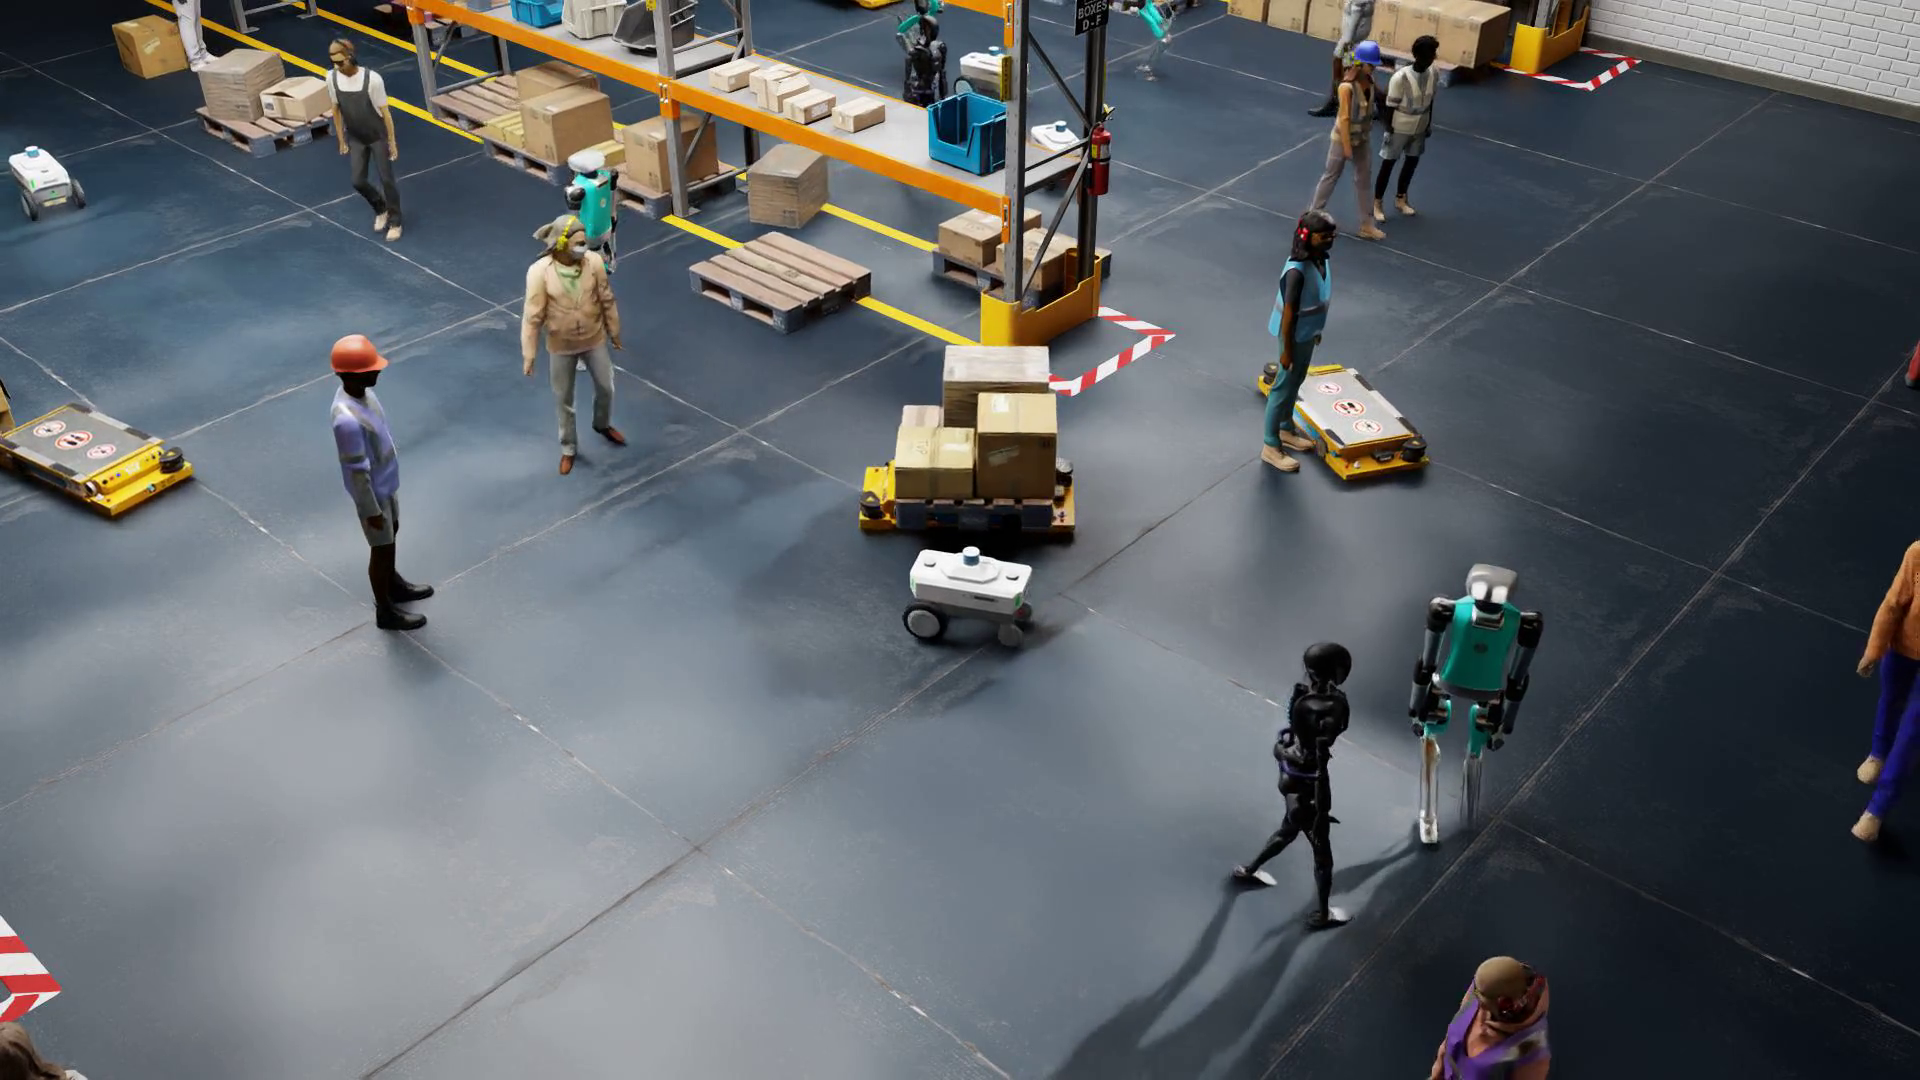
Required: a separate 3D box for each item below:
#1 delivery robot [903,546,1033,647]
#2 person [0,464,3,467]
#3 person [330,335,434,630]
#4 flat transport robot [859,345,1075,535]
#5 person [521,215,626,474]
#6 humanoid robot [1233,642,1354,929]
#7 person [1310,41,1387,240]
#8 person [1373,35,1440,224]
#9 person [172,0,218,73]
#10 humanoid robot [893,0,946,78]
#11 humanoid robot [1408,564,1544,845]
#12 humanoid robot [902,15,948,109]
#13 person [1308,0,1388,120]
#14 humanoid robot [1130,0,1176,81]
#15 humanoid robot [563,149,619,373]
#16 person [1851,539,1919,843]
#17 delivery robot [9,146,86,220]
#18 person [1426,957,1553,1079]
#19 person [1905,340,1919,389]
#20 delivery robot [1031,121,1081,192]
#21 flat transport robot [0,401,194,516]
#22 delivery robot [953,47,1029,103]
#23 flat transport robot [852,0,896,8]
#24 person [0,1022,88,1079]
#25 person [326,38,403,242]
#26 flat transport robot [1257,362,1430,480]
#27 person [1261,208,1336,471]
[{"bbox_3d":[0.062,0.298,10.100,0.738,0.563,0.499,9,36,13],"label":"delivery robot"},{"bbox_3d":[-6.960,-1.233,11.222,0.404,1.831,0.587,15,37,21],"label":"person"},{"bbox_3d":[-3.433,-0.339,9.843,0.375,1.928,0.544,-4,35,-6],"label":"person"},{"bbox_3d":[0.056,-0.313,11.263,1.431,0.231,0.659,1,35,2],"label":"flat transport robot"},{"bbox_3d":[-2.696,-1.377,11.411,0.726,1.868,0.454,-14,37,-19],"label":"person"},{"bbox_3d":[1.672,1.120,7.983,0.577,1.640,0.606,0,35,1],"label":"humanoid robot"},{"bbox_3d":[3.460,-3.503,14.584,0.477,1.740,0.773,-24,41,-30],"label":"person"},{"bbox_3d":[4.007,-3.693,14.911,0.560,1.687,0.318,-15,37,-21],"label":"person"},{"bbox_3d":[-8.484,-6.098,18.210,0.413,1.903,0.638,-5,35,-7],"label":"person"},{"bbox_3d":[-0.450,-5.821,17.942,0.688,1.790,0.537,17,38,23],"label":"humanoid robot"},{"bbox_3d":[2.529,0.803,8.390,0.535,1.832,0.653,9,36,12],"label":"humanoid robot"},{"bbox_3d":[-0.301,-4.047,15.454,0.719,1.629,0.583,27,43,33],"label":"humanoid robot"},{"bbox_3d":[4.066,-5.181,16.874,0.770,1.912,0.552,6,35,9],"label":"person"},{"bbox_3d":[2.121,-5.822,18.001,0.706,1.855,0.532,14,37,19],"label":"humanoid robot"},{"bbox_3d":[-2.920,-2.105,12.616,0.738,1.830,0.534,16,38,22],"label":"humanoid robot"},{"bbox_3d":[4.867,0.613,8.450,0.506,1.941,0.973,27,43,34],"label":"person"},{"bbox_3d":[-8.490,-3.325,15.392,0.499,0.614,0.808,-26,42,-32],"label":"delivery robot"},{"bbox_3d":[2.012,2.209,6.378,0.544,1.661,0.509,-9,36,-12],"label":"person"},{"bbox_3d":[7.435,-1.906,12.271,0.513,1.752,0.370,26,42,32],"label":"person"},{"bbox_3d":[0.959,-3.696,15.919,0.499,0.601,0.802,-12,36,-17],"label":"delivery robot"},{"bbox_3d":[-6.126,-0.589,11.664,1.431,0.231,0.659,20,39,26],"label":"flat transport robot"},{"bbox_3d":[0.331,-4.952,17.750,0.797,0.614,0.499,20,39,26],"label":"delivery robot"},{"bbox_3d":[-1.370,-7.002,20.954,1.431,0.231,0.659,29,44,35],"label":"flat transport robot"},{"bbox_3d":[-3.285,2.372,6.147,0.485,1.659,0.343,-15,37,-20],"label":"person"},{"bbox_3d":[-5.170,-3.482,14.485,0.538,1.824,0.395,2,35,3],"label":"person"},{"bbox_3d":[2.777,-0.908,12.125,0.659,0.231,1.431,-10,36,-14],"label":"flat transport robot"},{"bbox_3d":[2.324,-1.391,11.420,0.394,1.865,0.521,21,40,27],"label":"person"}]
